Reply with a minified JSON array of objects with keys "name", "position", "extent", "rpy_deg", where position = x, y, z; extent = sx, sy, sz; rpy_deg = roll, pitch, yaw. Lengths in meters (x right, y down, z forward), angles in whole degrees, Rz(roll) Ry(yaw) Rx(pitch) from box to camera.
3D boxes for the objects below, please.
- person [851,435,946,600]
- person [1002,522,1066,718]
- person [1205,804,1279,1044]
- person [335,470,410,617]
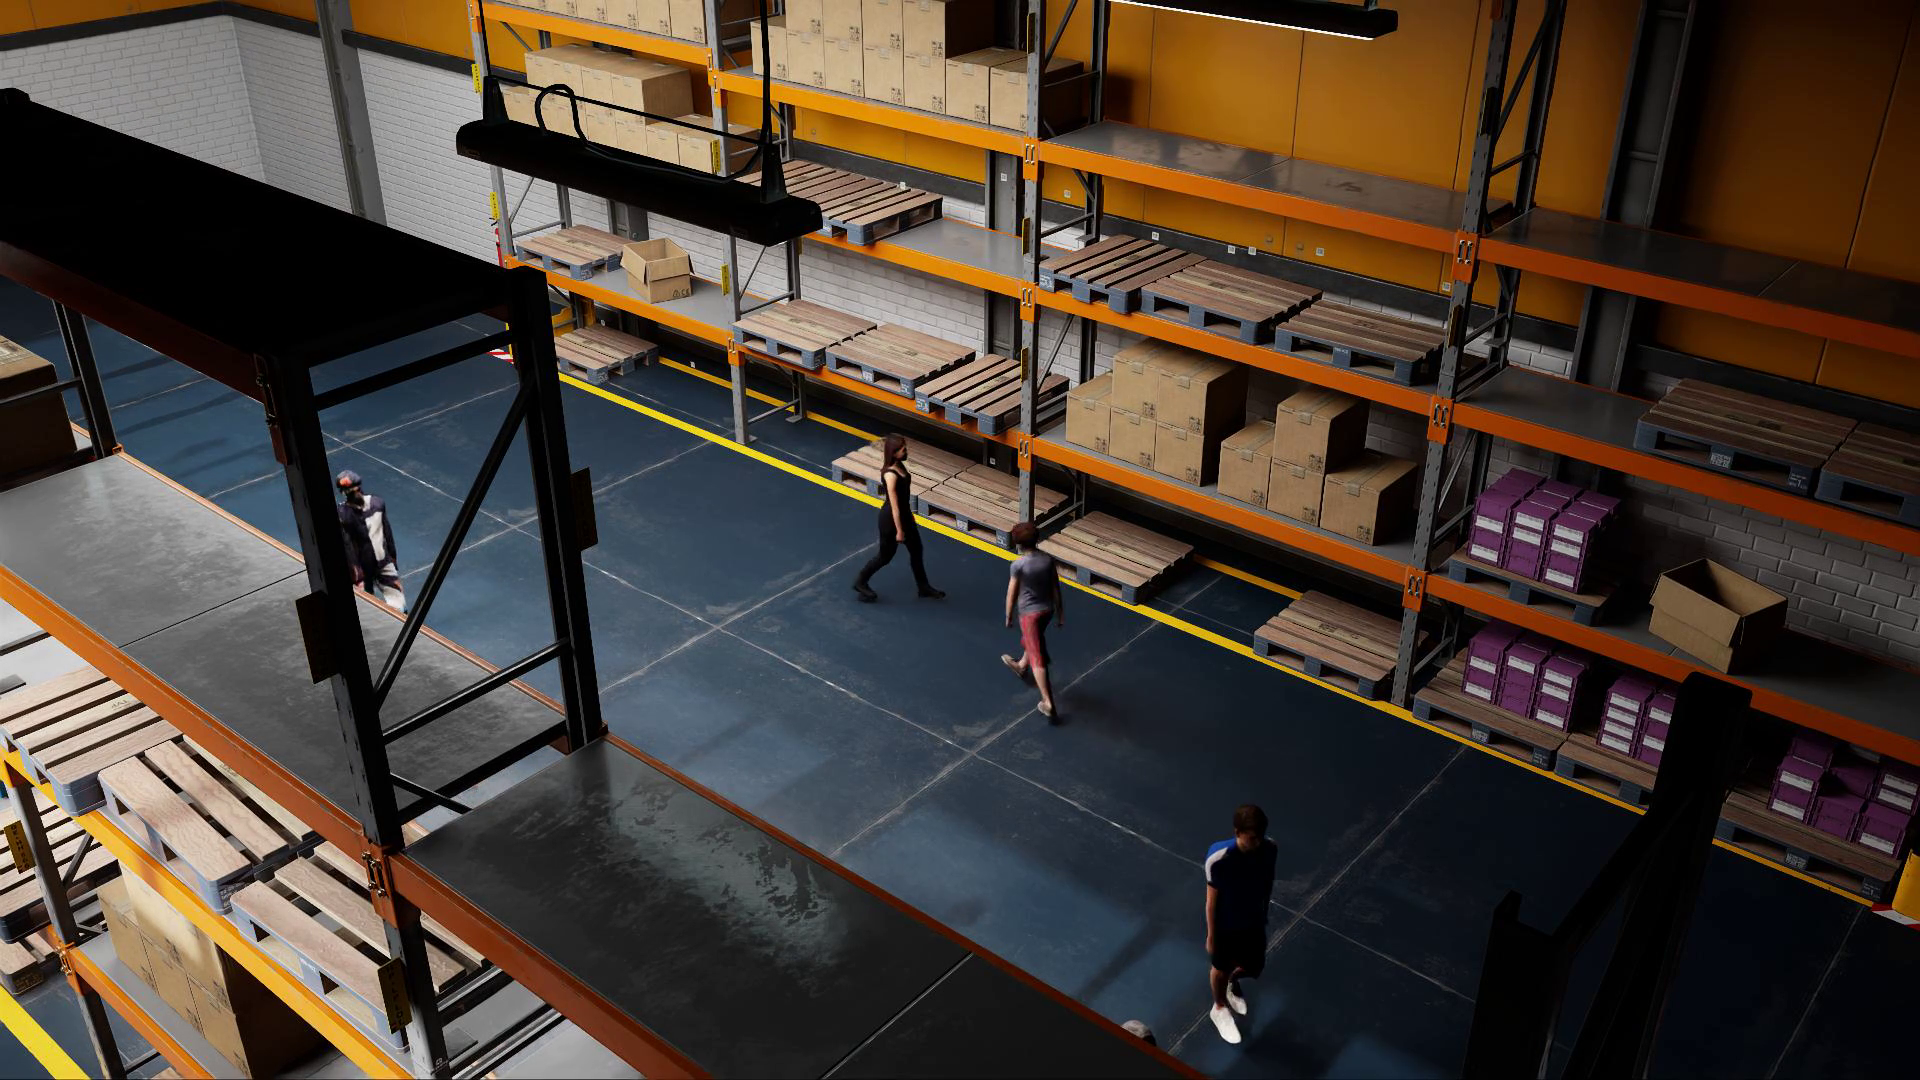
[{"name":"person","position":[-0.653,-0.160,15.105],"extent":[1.175,1.652,0.960],"rpy_deg":[5,29,10]},{"name":"person","position":[0.665,0.676,13.616],"extent":[0.888,1.610,1.208],"rpy_deg":[-12,31,-21]},{"name":"person","position":[1.664,2.296,10.402],"extent":[0.843,1.845,0.909],"rpy_deg":[-10,30,-18]},{"name":"person","position":[-5.088,0.218,14.197],"extent":[0.962,1.859,0.735],"rpy_deg":[24,37,37]}]
